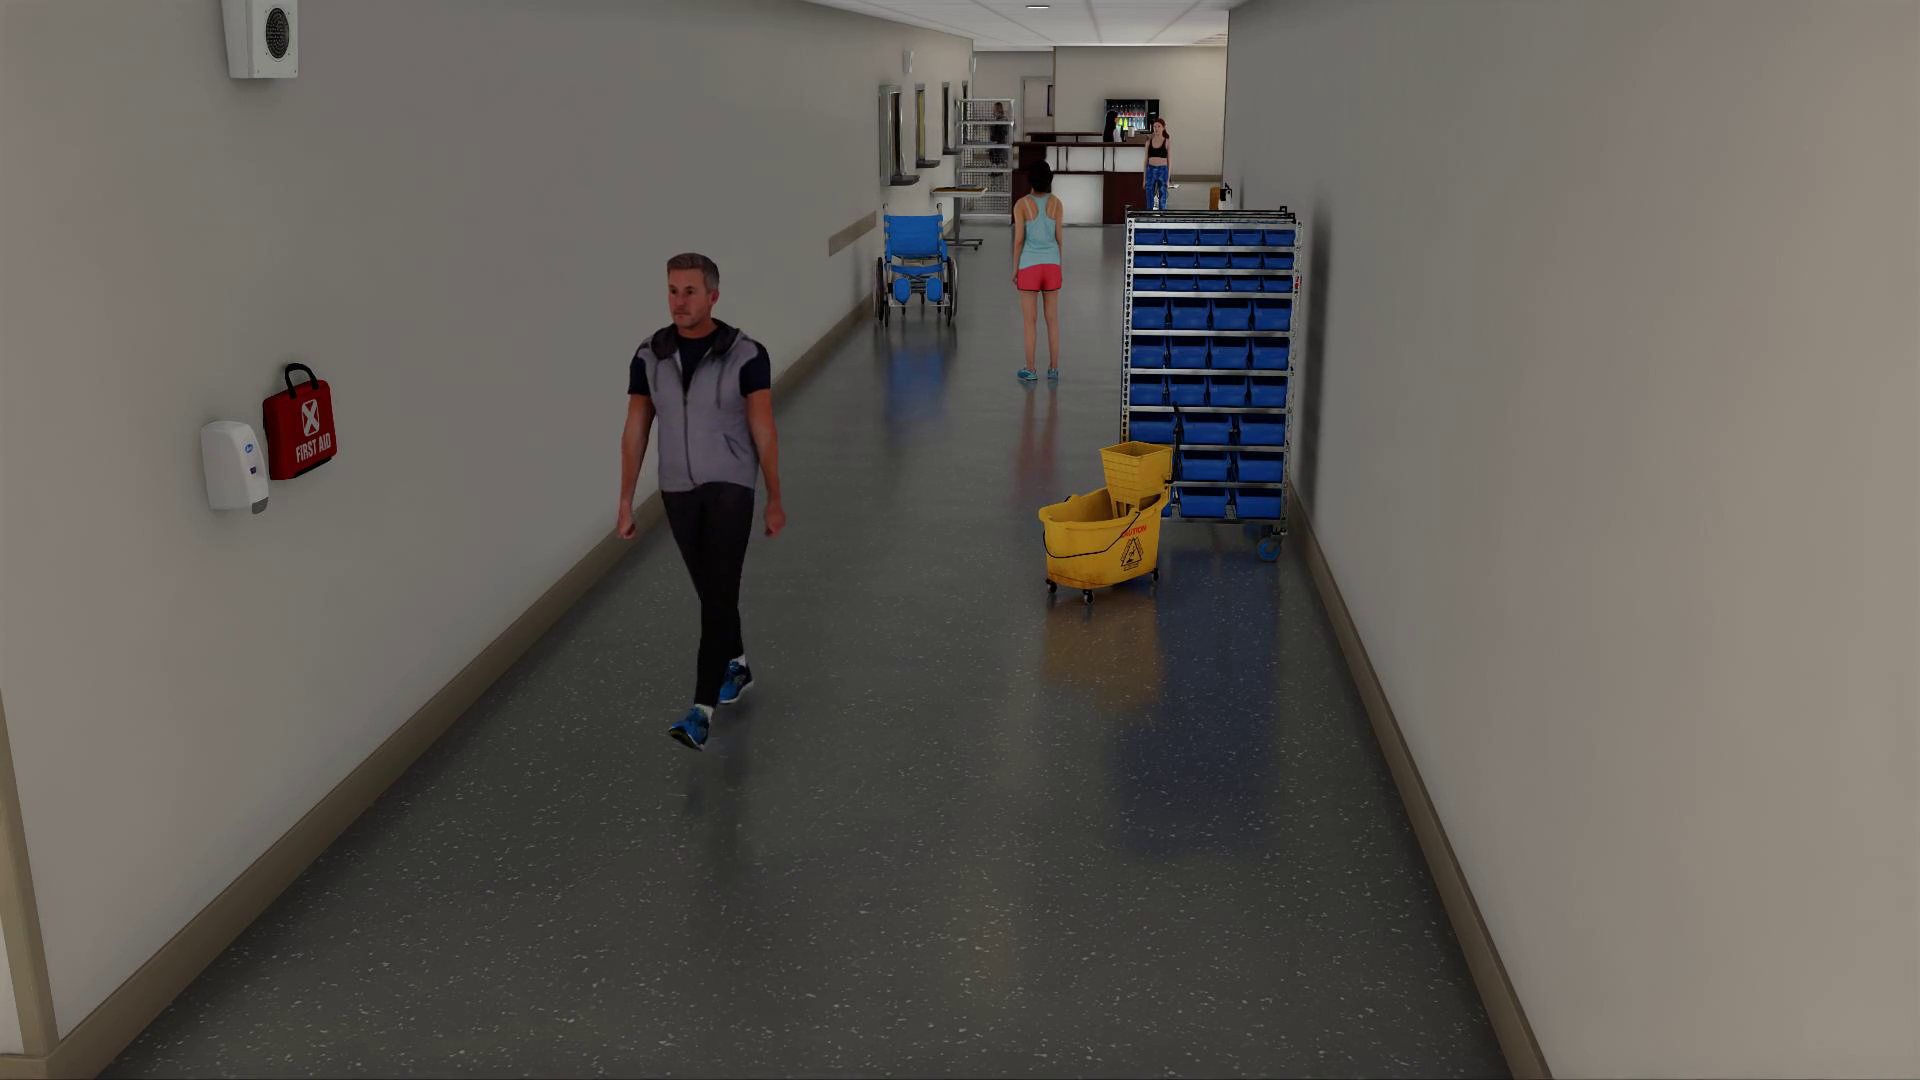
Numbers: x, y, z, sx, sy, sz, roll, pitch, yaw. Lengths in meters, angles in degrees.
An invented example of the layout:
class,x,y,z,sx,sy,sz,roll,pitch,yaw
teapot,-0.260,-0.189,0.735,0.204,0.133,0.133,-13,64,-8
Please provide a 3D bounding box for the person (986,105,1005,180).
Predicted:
class,x,y,z,sx,sy,sz,roll,pitch,yaw
person,0.874,-9.231,38.647,0.765,1.670,0.826,-13,20,-38

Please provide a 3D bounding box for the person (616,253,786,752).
class,x,y,z,sx,sy,sz,roll,pitch,yaw
person,-0.911,-0.160,6.273,1.163,1.779,0.929,4,16,15

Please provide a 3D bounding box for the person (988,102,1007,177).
class,x,y,z,sx,sy,sz,roll,pitch,yaw
person,0.912,-9.603,39.851,0.622,1.734,0.735,11,19,34

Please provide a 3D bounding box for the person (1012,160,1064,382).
class,x,y,z,sx,sy,sz,roll,pitch,yaw
person,0.639,-2.183,13.476,0.608,1.765,0.714,-3,16,-12

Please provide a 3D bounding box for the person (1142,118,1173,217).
class,x,y,z,sx,sy,sz,roll,pitch,yaw
person,2.869,-5.225,24.224,0.587,1.785,0.679,5,17,17

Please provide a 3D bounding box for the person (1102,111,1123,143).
class,x,y,z,sx,sy,sz,roll,pitch,yaw
person,2.531,-6.281,27.930,0.722,1.808,0.689,-10,18,-31
